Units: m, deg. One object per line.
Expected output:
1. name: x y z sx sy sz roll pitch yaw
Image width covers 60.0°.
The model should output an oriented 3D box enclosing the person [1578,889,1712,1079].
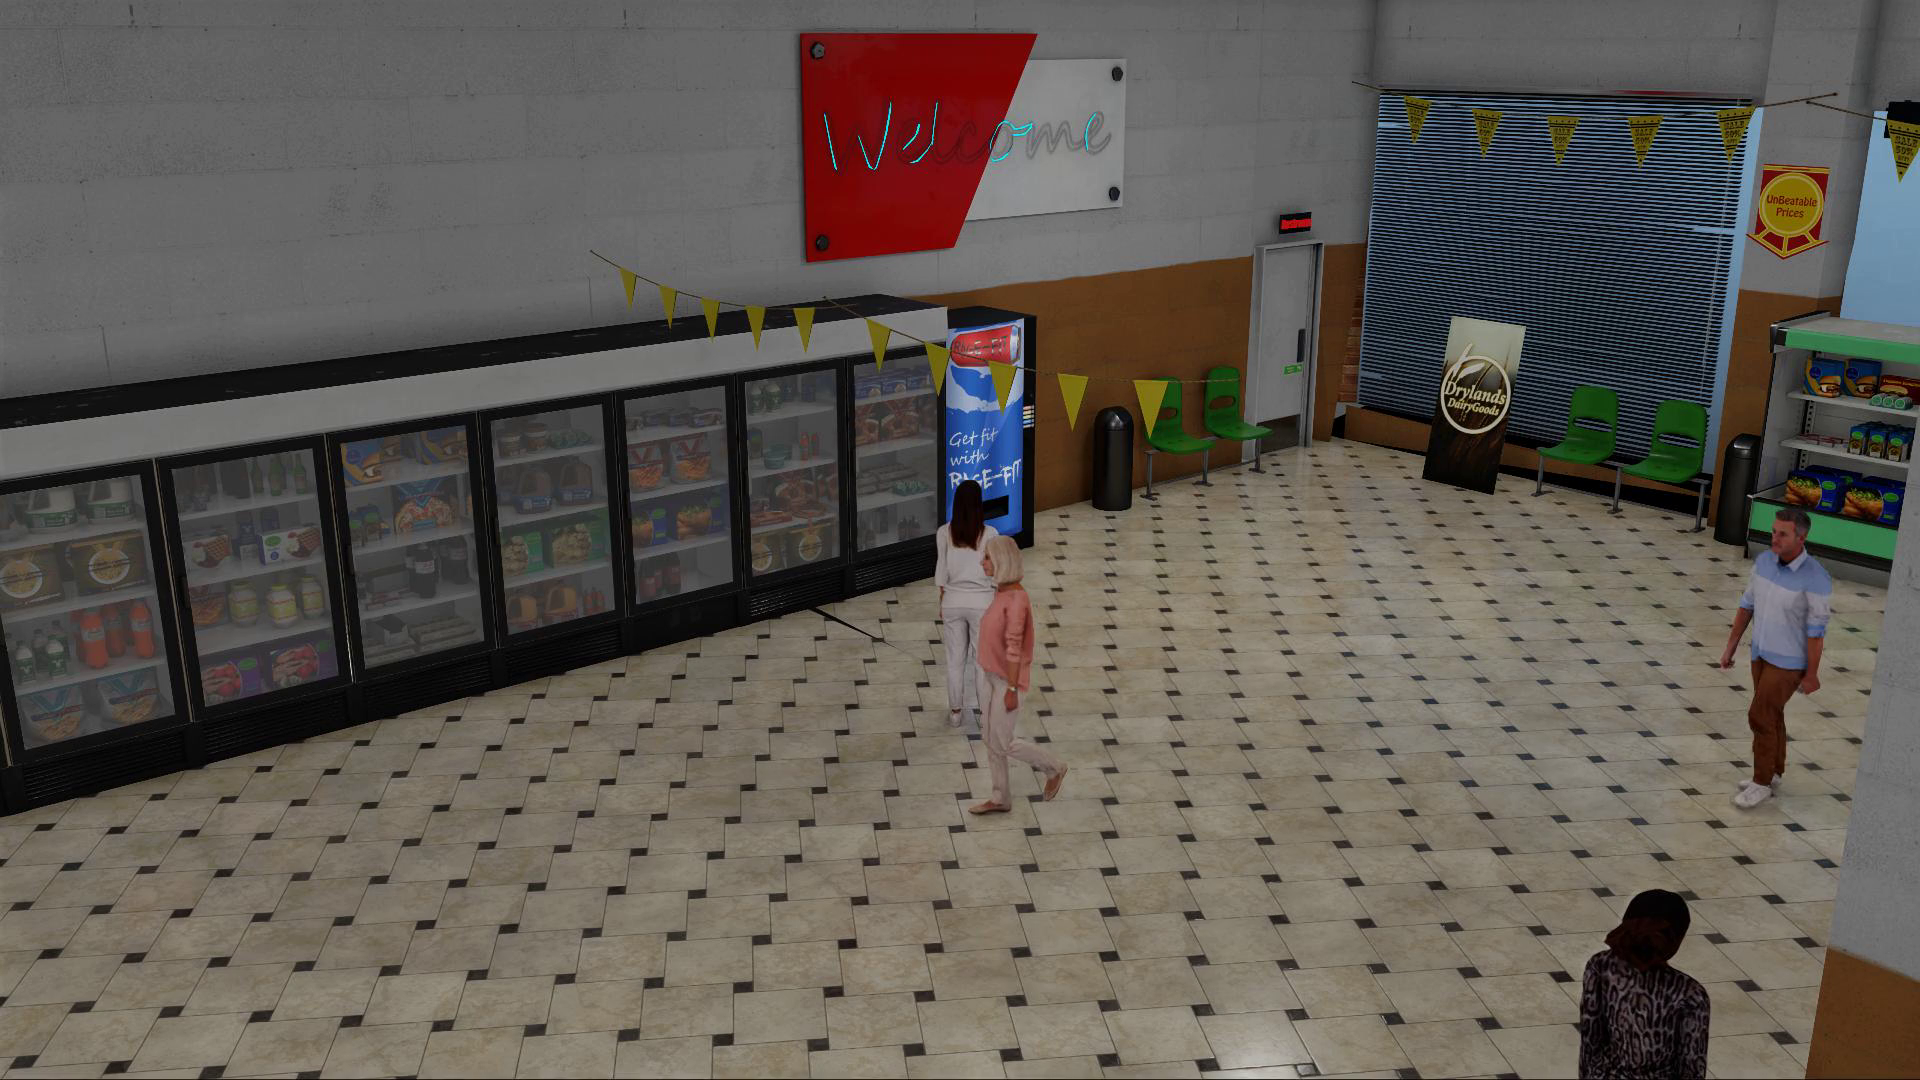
1. person: 2.323 1.976 5.754 0.554 1.714 0.674 14 22 38

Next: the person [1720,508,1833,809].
1. person: 4.930 0.677 9.878 0.913 1.805 0.837 -4 17 -12

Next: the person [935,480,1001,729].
1. person: 0.067 0.418 10.931 0.673 1.688 0.745 3 17 8

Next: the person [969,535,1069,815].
1. person: 0.347 0.803 9.625 0.853 1.710 0.857 -4 17 -14
